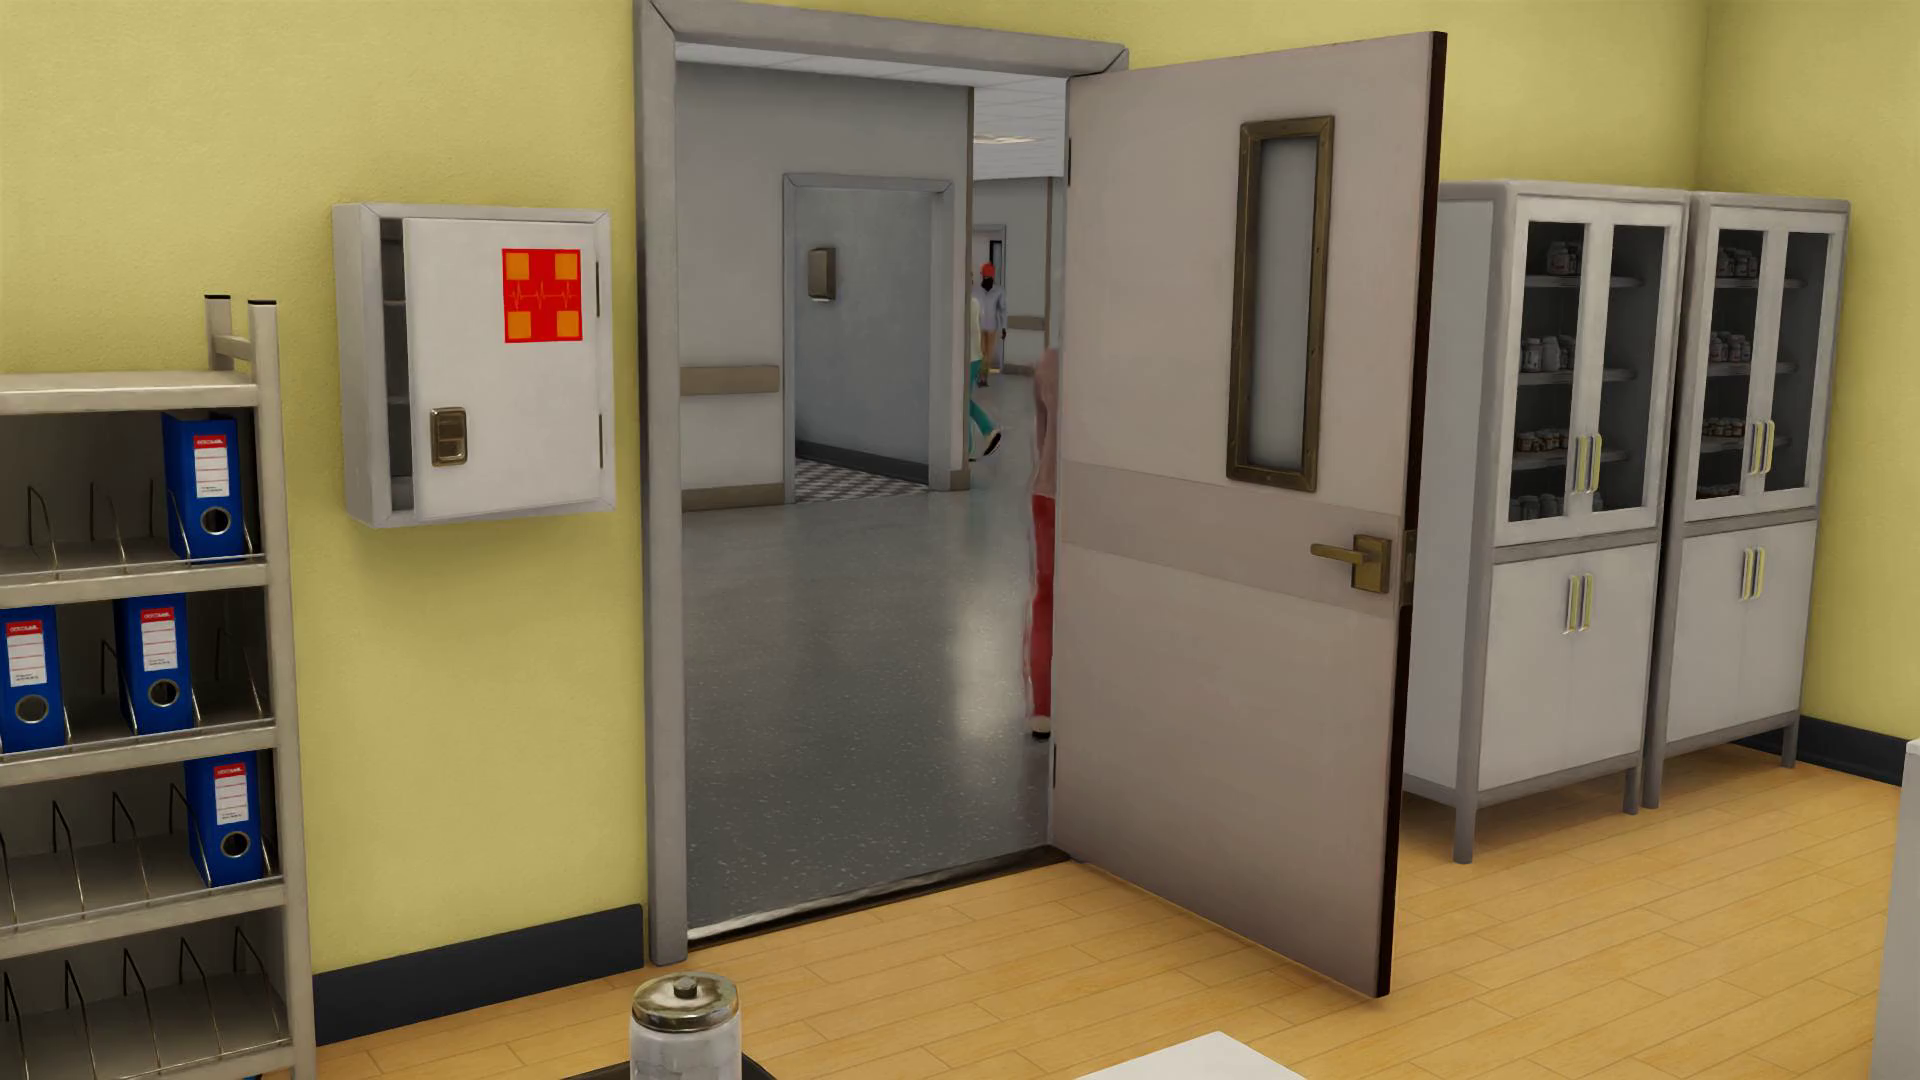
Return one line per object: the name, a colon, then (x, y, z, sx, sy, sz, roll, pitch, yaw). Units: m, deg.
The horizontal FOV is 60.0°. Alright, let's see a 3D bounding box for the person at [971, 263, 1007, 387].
person: (0.372, -2.967, 23.061, 0.582, 1.714, 0.755, -1, 10, -10)
